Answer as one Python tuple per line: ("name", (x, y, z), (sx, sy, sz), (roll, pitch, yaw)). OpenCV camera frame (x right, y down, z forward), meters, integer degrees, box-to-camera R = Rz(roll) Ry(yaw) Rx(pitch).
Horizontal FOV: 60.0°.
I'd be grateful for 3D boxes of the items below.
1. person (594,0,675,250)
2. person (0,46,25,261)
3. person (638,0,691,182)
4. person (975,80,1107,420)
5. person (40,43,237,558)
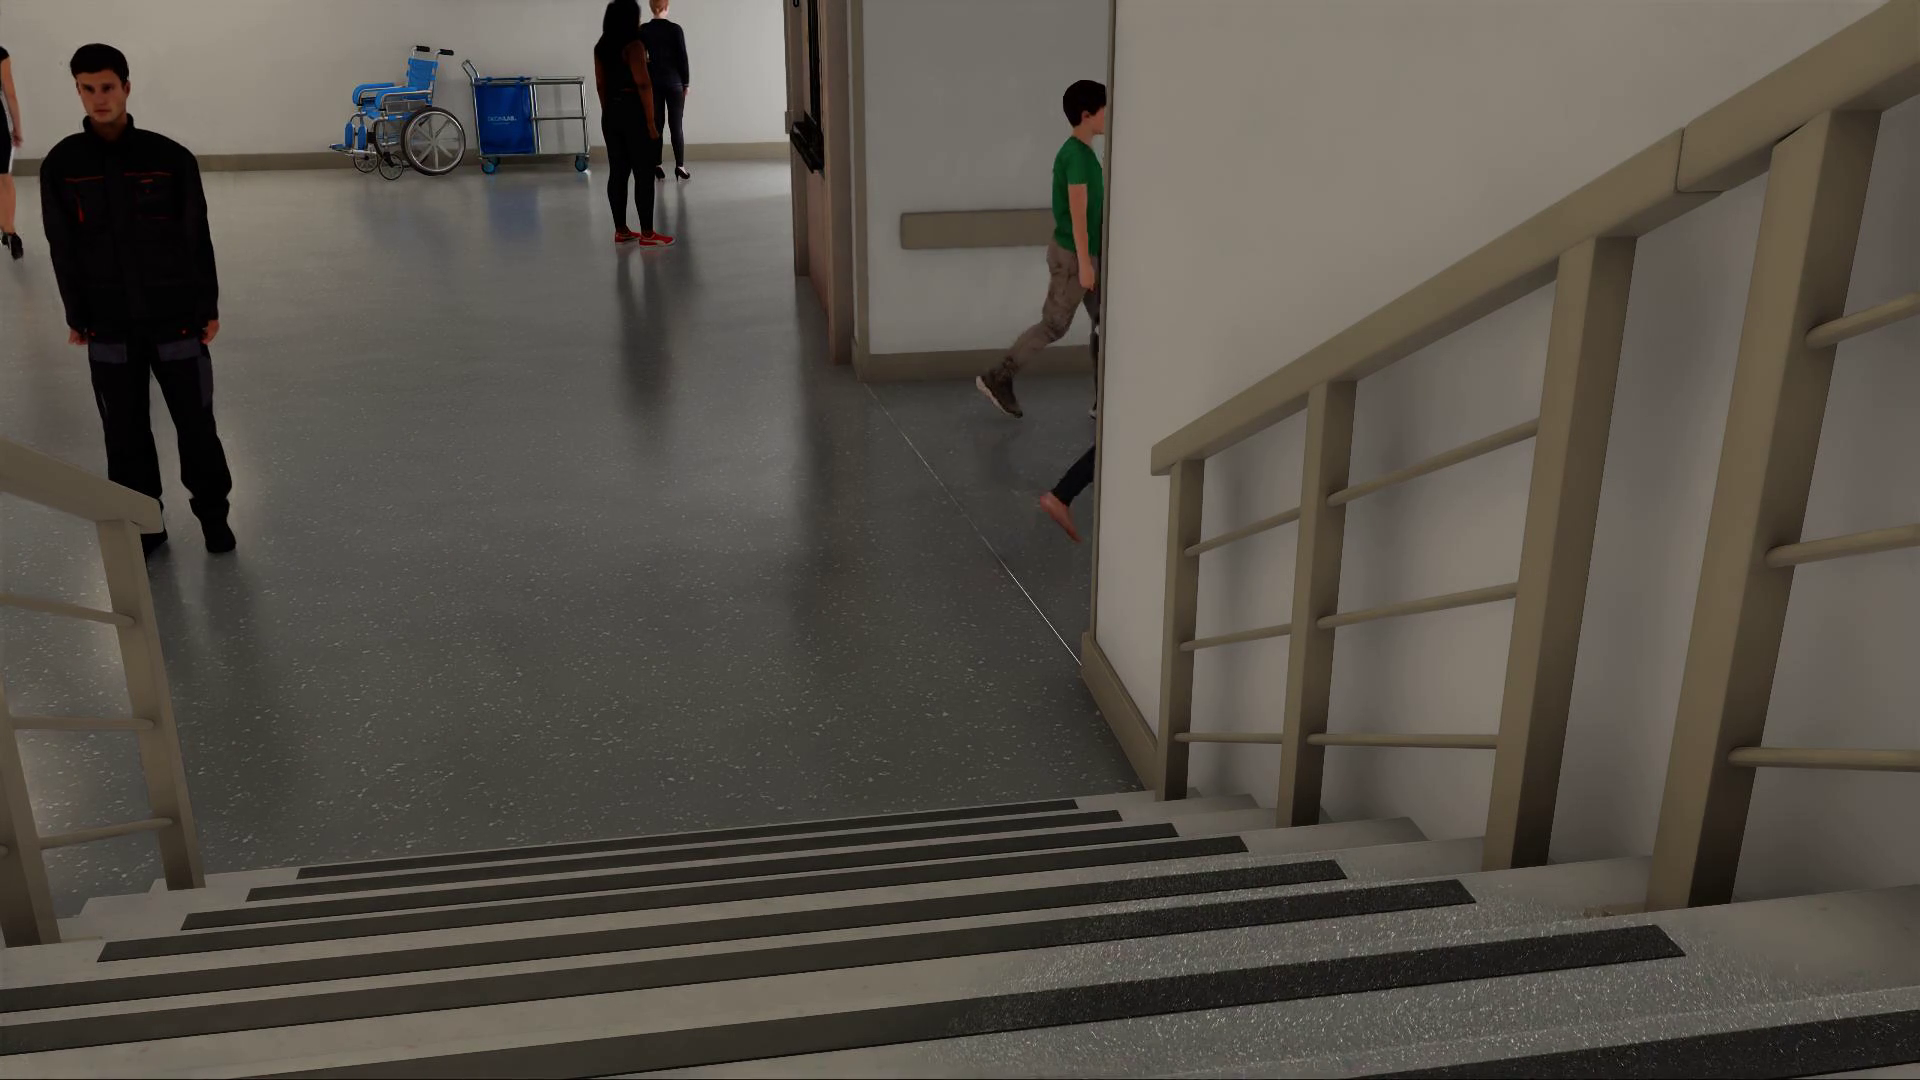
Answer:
("person", (-2.456, -3.098, 12.323), (0.765, 1.815, 0.823), (14, 25, 32))
("person", (-6.814, -2.816, 11.669), (0.946, 1.753, 1.182), (-15, 25, -34))
("person", (-2.733, -4.188, 15.387), (0.686, 1.685, 0.657), (2, 21, 6))
("person", (0.464, -1.344, 7.961), (0.957, 1.625, 1.098), (6, 21, 15))
("person", (-3.089, -0.883, 6.294), (0.736, 1.944, 0.643), (-7, 22, -17))
